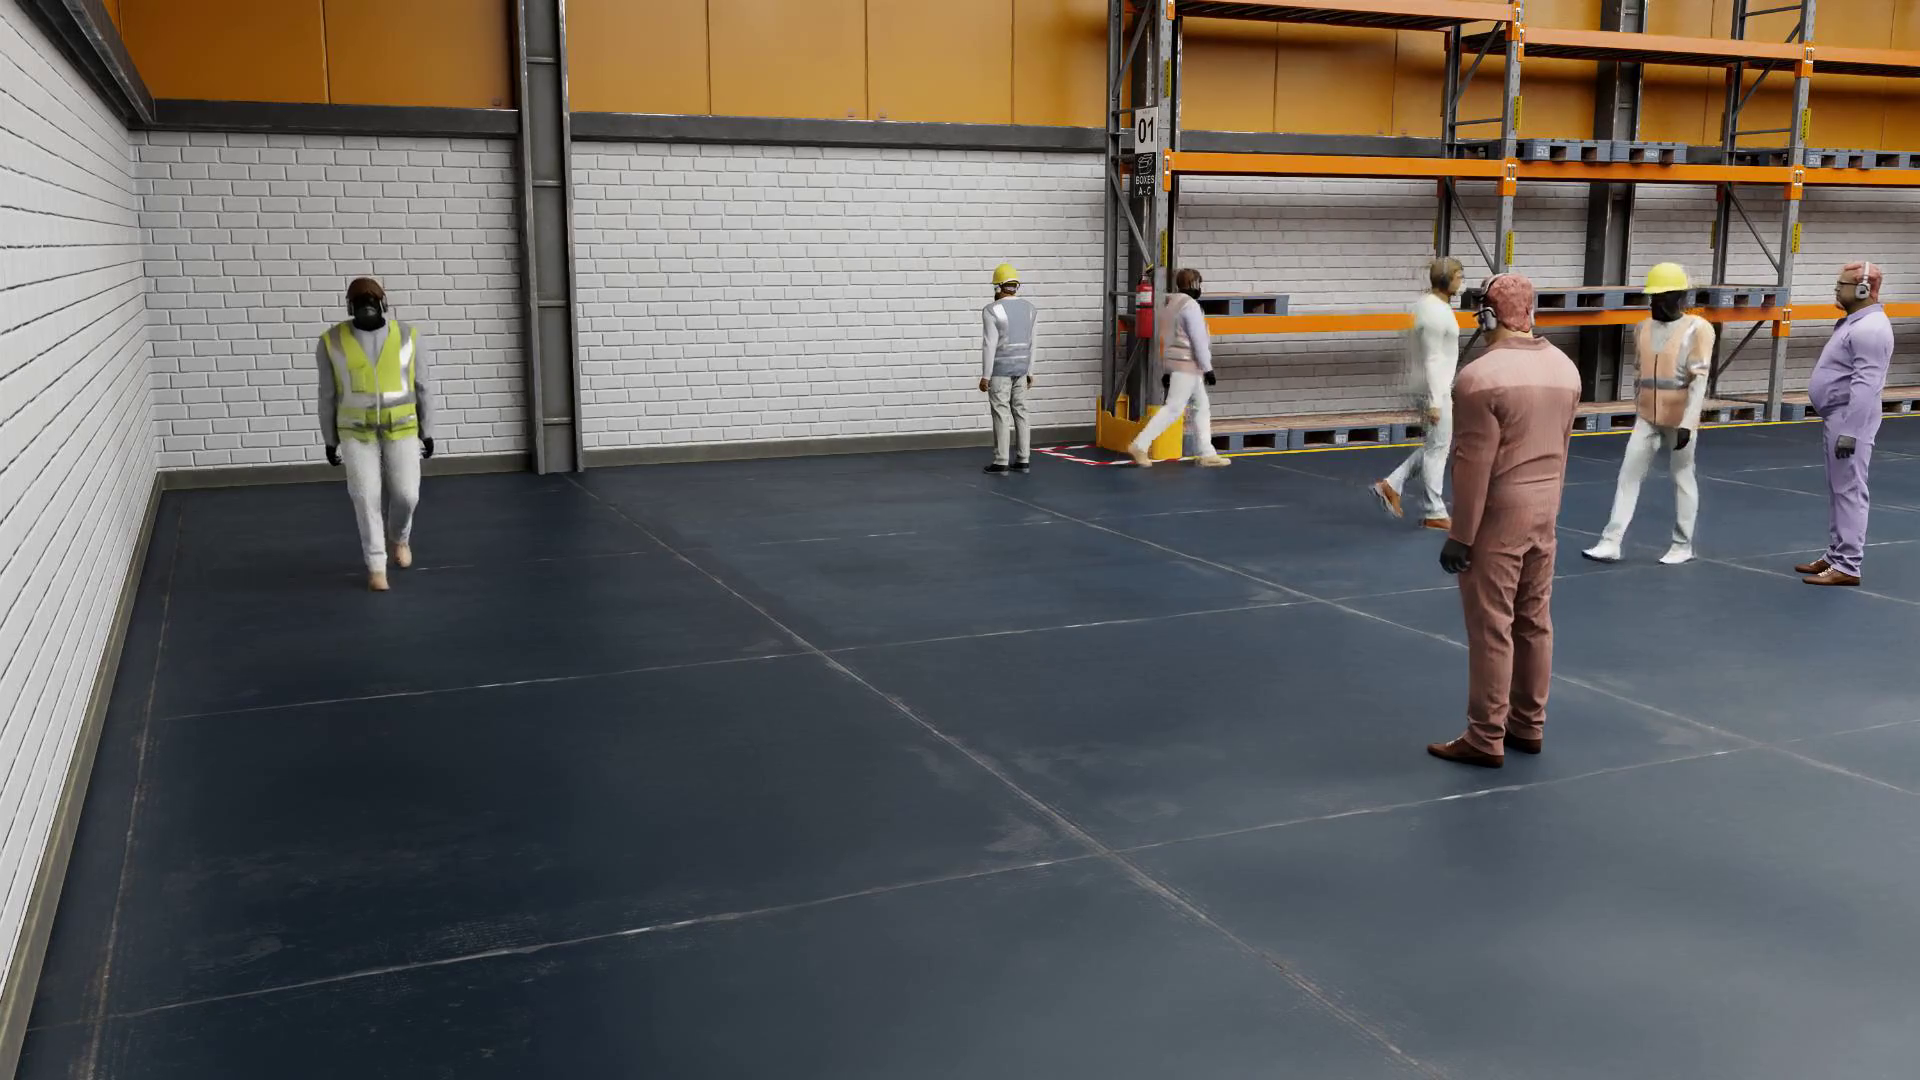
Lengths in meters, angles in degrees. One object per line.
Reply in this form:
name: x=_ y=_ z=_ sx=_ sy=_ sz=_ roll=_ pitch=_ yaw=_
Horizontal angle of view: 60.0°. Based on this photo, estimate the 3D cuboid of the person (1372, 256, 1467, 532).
person: x=3.266 y=-1.008 z=11.596 sx=0.565 sy=1.927 sz=0.646 roll=3 pitch=11 yaw=15

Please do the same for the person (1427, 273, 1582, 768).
person: x=2.085 y=-0.070 z=6.450 sx=0.643 sy=1.901 sz=0.400 roll=-7 pitch=12 yaw=-35

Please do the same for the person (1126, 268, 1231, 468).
person: x=1.957 y=-1.535 z=14.905 sx=0.934 sy=1.799 sz=0.636 roll=0 pitch=10 yaw=-2

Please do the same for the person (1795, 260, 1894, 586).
person: x=5.233 y=-0.685 z=9.841 sx=0.409 sy=1.913 sz=0.642 roll=4 pitch=11 yaw=21

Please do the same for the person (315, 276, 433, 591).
person: x=-3.430 y=-0.631 z=9.778 sx=0.642 sy=1.823 sz=0.537 roll=-4 pitch=11 yaw=-21

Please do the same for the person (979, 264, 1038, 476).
person: x=0.401 y=-1.478 z=14.475 sx=0.600 sy=1.830 sz=0.403 roll=-8 pitch=13 yaw=-39

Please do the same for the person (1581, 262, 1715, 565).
person: x=4.296 y=-0.751 z=10.289 sx=0.920 sy=1.887 sz=0.593 roll=-6 pitch=12 yaw=-32
